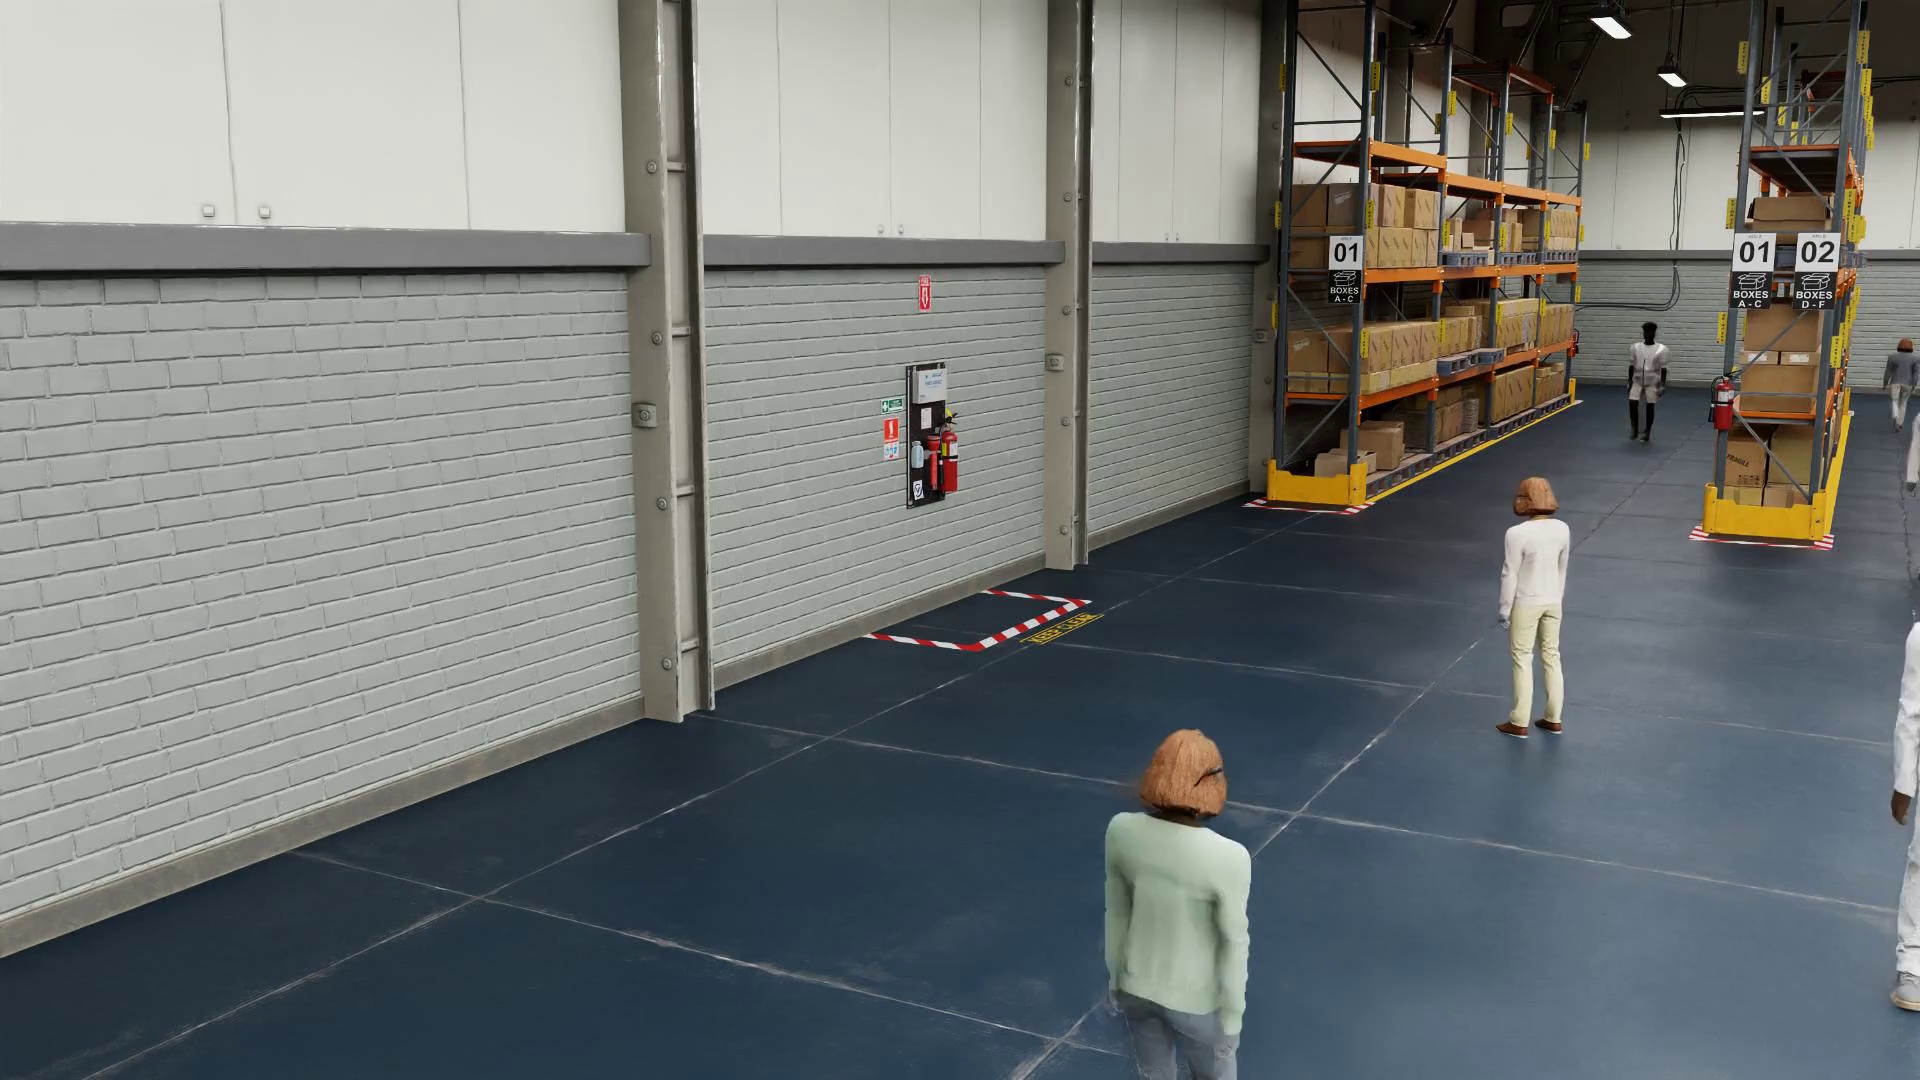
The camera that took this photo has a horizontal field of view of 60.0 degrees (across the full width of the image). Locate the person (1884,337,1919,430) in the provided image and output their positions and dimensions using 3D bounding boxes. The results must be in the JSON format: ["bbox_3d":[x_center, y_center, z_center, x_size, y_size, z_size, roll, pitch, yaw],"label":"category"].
[{"bbox_3d":[16.133,-2.663,28.508,0.505,1.614,0.695,4,10,21],"label":"person"}]

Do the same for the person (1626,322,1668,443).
[{"bbox_3d":[10.947,-2.512,26.612,0.643,1.942,0.689,8,12,38],"label":"person"}]

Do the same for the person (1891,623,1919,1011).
[{"bbox_3d":[3.992,0.953,6.537,0.590,1.880,0.365,3,10,18],"label":"person"}]

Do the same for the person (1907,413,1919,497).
[{"bbox_3d":[9.287,-0.578,15.537,0.975,1.856,0.664,-7,12,-36],"label":"person"}]

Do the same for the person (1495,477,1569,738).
[{"bbox_3d":[3.584,0.422,10.406,0.500,1.626,0.307,-4,10,-22],"label":"person"}]

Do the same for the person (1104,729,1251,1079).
[{"bbox_3d":[0.609,1.360,4.916,0.501,1.620,0.427,7,12,37],"label":"person"}]
